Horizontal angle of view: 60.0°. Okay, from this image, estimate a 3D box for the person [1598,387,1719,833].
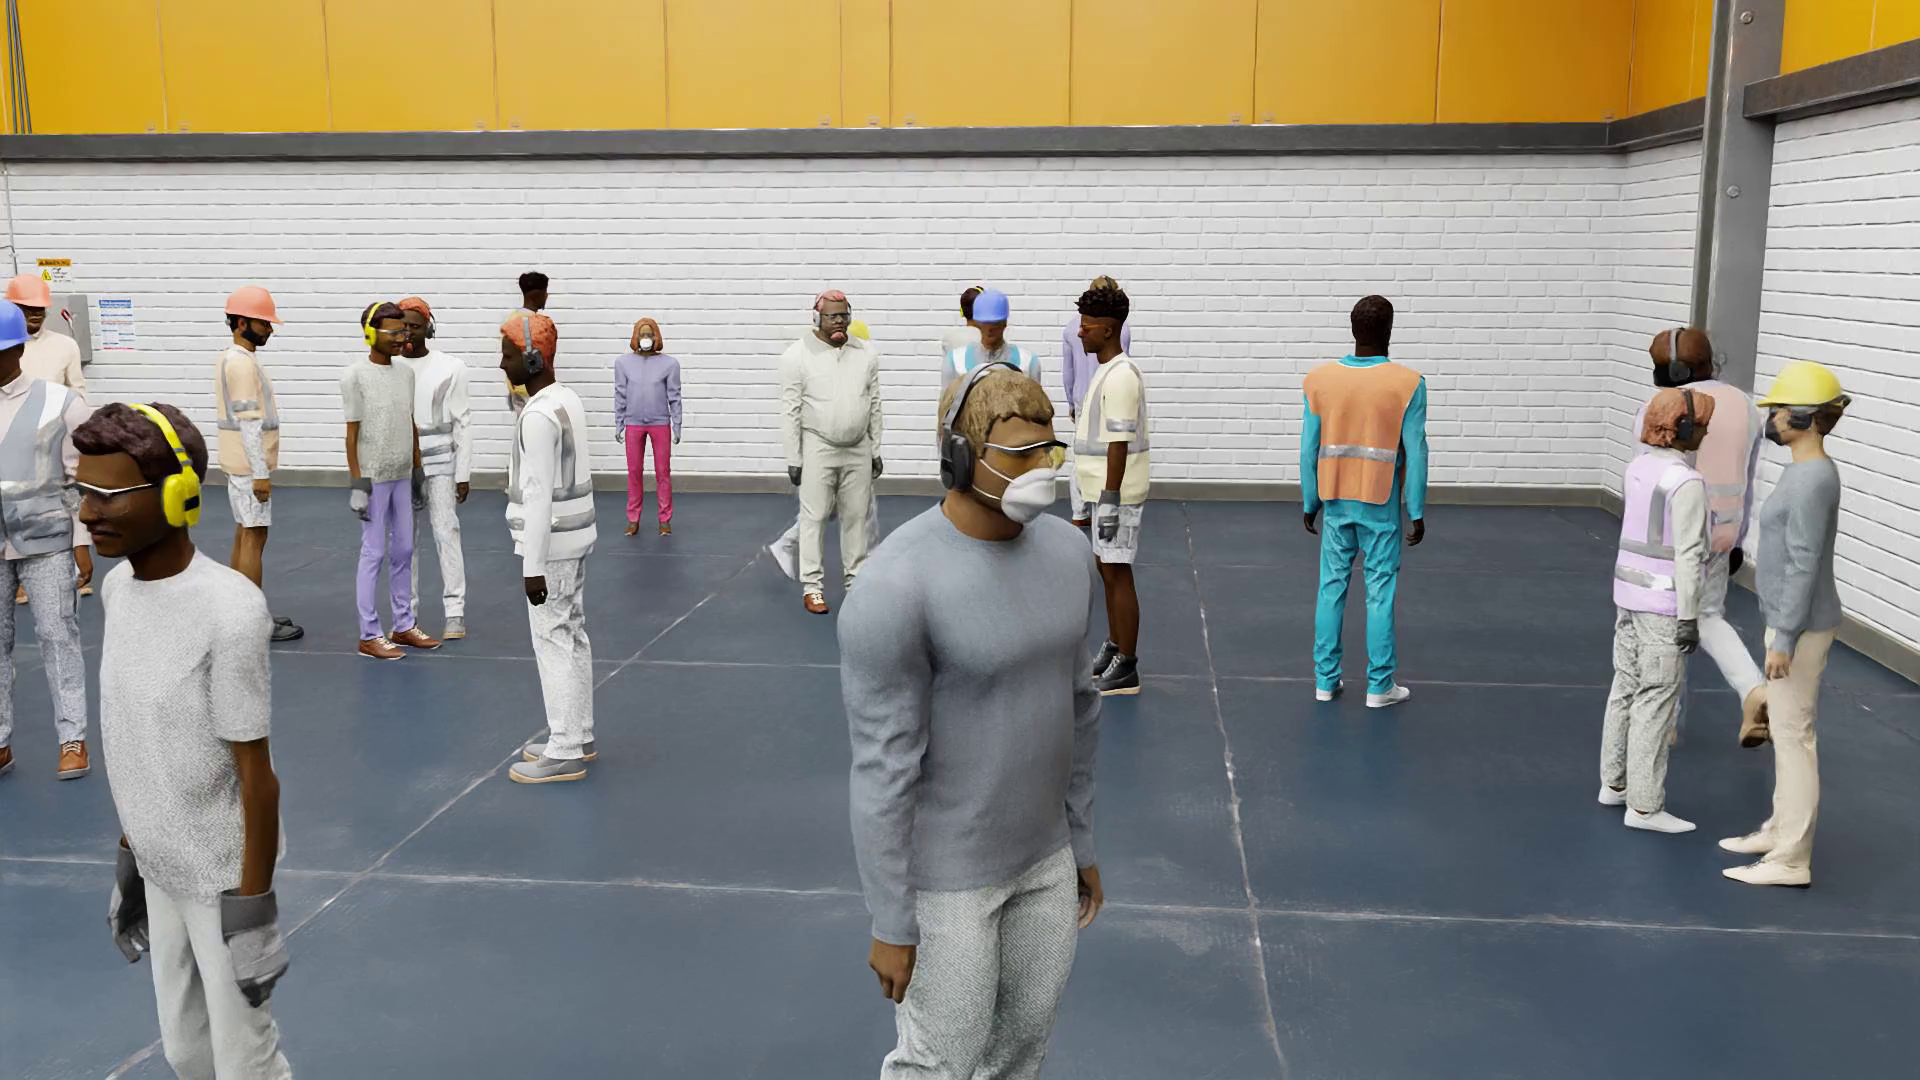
[{"bbox_3d":[2.572,0.254,6.129,0.310,1.633,0.517,0,10,-2],"label":"person"}]

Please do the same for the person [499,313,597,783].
[{"bbox_3d":[-1.648,0.039,6.670,0.360,1.879,0.582,0,10,-1],"label":"person"}]

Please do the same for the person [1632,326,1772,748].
[{"bbox_3d":[3.105,0.018,6.970,0.630,1.816,0.666,-4,11,-20],"label":"person"}]

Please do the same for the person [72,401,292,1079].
[{"bbox_3d":[-1.457,0.658,3.183,0.514,1.861,0.336,8,12,37],"label":"person"}]

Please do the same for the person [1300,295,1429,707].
[{"bbox_3d":[1.877,-0.175,7.762,0.597,1.917,0.379,6,12,32],"label":"person"}]

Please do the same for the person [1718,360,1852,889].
[{"bbox_3d":[2.790,0.281,5.604,0.318,1.766,0.527,5,11,26],"label":"person"}]

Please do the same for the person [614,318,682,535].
[{"bbox_3d":[-2.324,-0.842,12.420,0.503,1.628,0.291,0,10,-1],"label":"person"}]

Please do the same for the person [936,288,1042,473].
[{"bbox_3d":[0.171,-0.538,9.859,0.622,1.919,0.805,0,10,1],"label":"person"}]

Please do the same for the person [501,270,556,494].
[{"bbox_3d":[-3.591,-1.283,13.993,0.681,1.959,0.421,9,13,43],"label":"person"}]

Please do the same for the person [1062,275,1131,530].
[{"bbox_3d":[1.042,-1.009,12.482,0.352,1.936,0.635,-9,13,-42],"label":"person"}]

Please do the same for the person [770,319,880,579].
[{"bbox_3d":[-0.806,-0.559,10.604,0.834,1.701,0.495,0,10,3],"label":"person"}]

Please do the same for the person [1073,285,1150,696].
[{"bbox_3d":[0.725,-0.237,8.014,0.372,1.960,0.603,0,10,-1],"label":"person"}]

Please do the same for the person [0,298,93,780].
[{"bbox_3d":[-3.771,0.009,6.640,0.602,1.943,0.393,-3,10,-16],"label":"person"}]

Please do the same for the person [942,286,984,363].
[{"bbox_3d":[0.111,-0.855,11.804,0.509,1.870,0.329,6,12,31],"label":"person"}]

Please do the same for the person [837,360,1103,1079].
[{"bbox_3d":[0.037,0.626,3.167,0.368,1.933,0.625,8,13,40],"label":"person"}]

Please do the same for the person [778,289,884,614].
[{"bbox_3d":[-0.734,-0.517,9.794,0.637,1.900,0.404,-5,11,-28],"label":"person"}]

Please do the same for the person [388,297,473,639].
[{"bbox_3d":[-2.942,-0.380,9.069,0.577,1.876,0.348,0,10,0],"label":"person"}]

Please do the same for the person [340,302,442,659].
[{"bbox_3d":[-2.995,-0.308,8.705,0.323,1.861,0.514,5,11,25],"label":"person"}]

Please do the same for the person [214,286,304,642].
[{"bbox_3d":[-3.842,-0.410,9.079,0.374,1.929,0.542,-6,11,-30],"label":"person"}]

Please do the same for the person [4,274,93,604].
[{"bbox_3d":[-5.619,-0.609,10.073,0.410,1.988,0.668,10,14,44],"label":"person"}]
